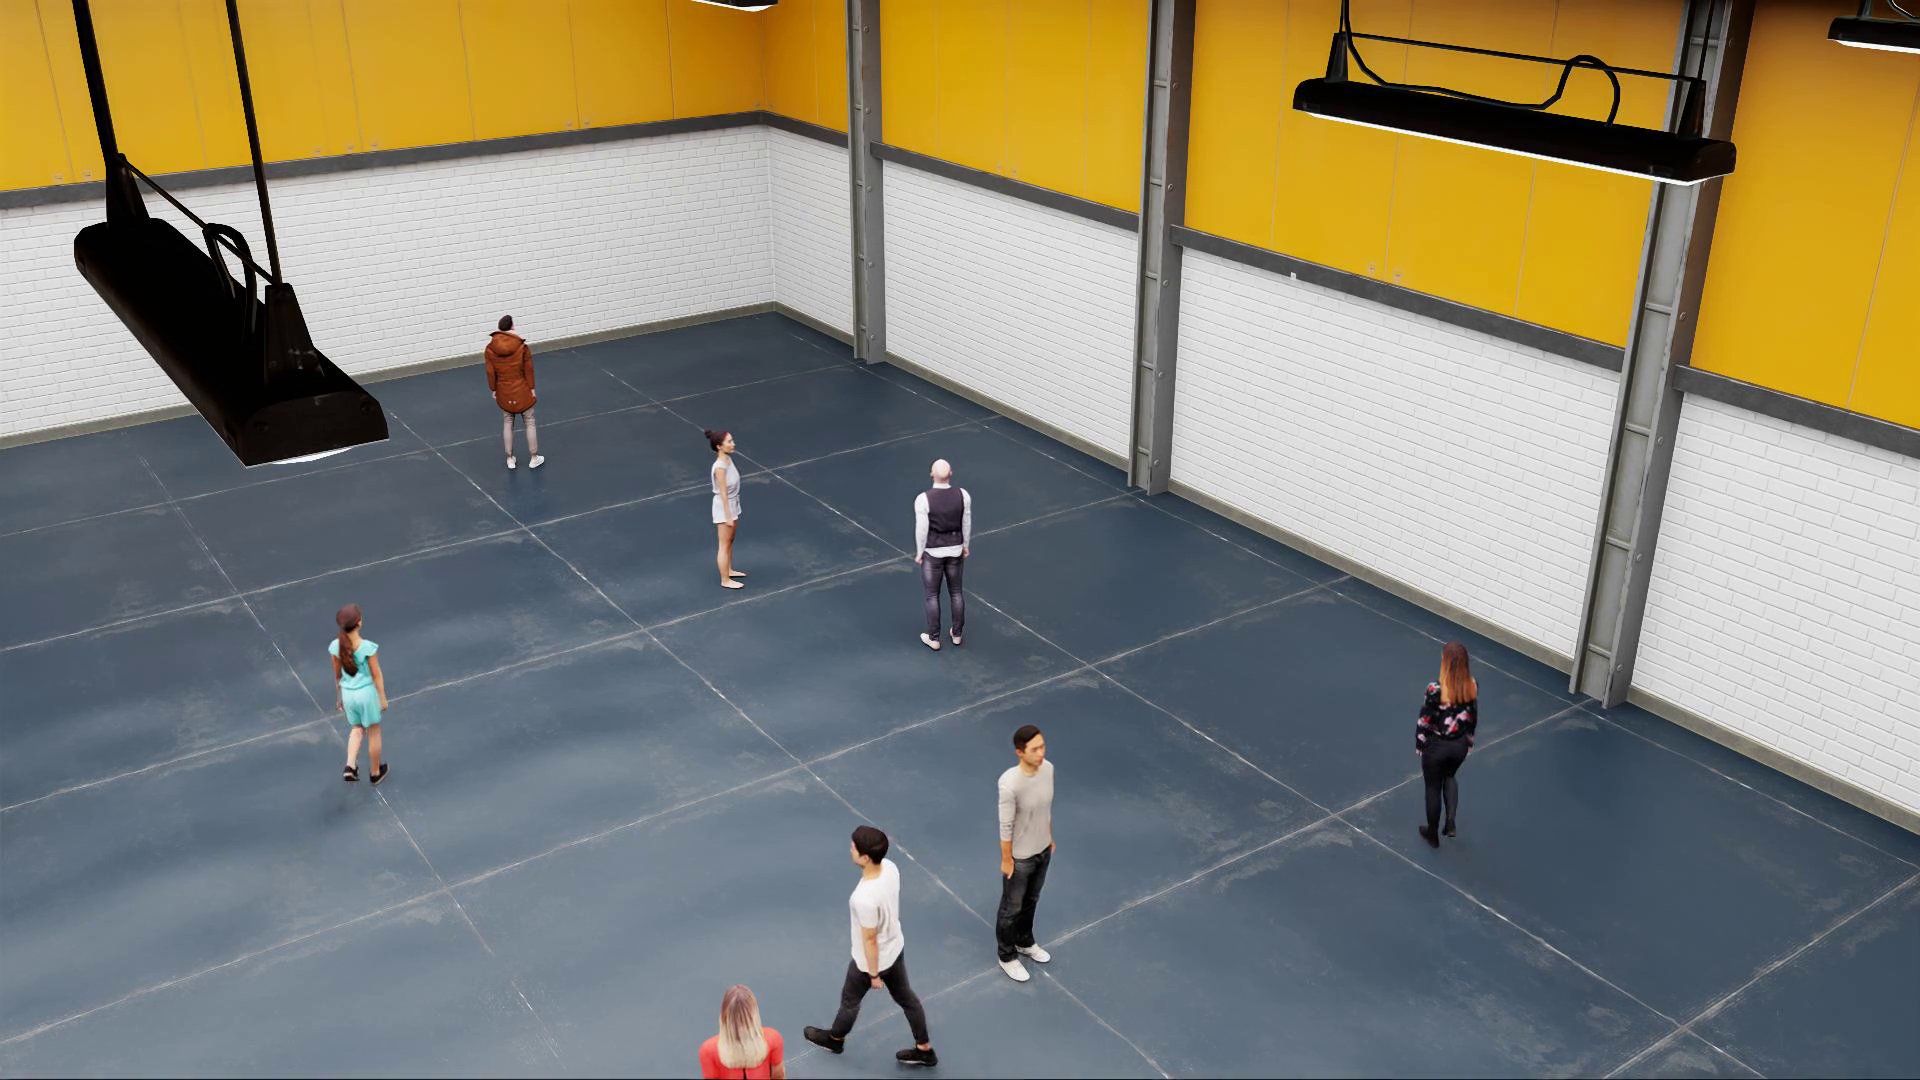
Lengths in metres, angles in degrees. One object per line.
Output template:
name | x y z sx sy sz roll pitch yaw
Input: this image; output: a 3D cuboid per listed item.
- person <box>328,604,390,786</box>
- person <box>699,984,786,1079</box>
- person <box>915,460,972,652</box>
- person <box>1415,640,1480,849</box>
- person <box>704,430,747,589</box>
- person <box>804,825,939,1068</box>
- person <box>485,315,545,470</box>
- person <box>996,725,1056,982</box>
person | -4.694 1.246 12.942 0.764 1.551 0.826 4 24 9
person | -1.111 3.034 8.674 0.653 1.693 0.636 -7 25 -15
person | -0.159 0.126 15.164 0.739 1.824 0.674 -9 25 -20
person | 3.582 1.533 12.132 0.684 1.675 0.708 -5 24 -12
person | -2.318 -0.324 16.467 0.729 1.604 0.652 0 24 0
person | -0.419 2.473 9.974 1.181 1.680 0.988 10 26 22
person | -5.189 -1.724 19.378 0.849 1.839 0.890 0 24 -1
person | 0.414 2.004 10.884 0.626 1.811 0.696 20 31 38
